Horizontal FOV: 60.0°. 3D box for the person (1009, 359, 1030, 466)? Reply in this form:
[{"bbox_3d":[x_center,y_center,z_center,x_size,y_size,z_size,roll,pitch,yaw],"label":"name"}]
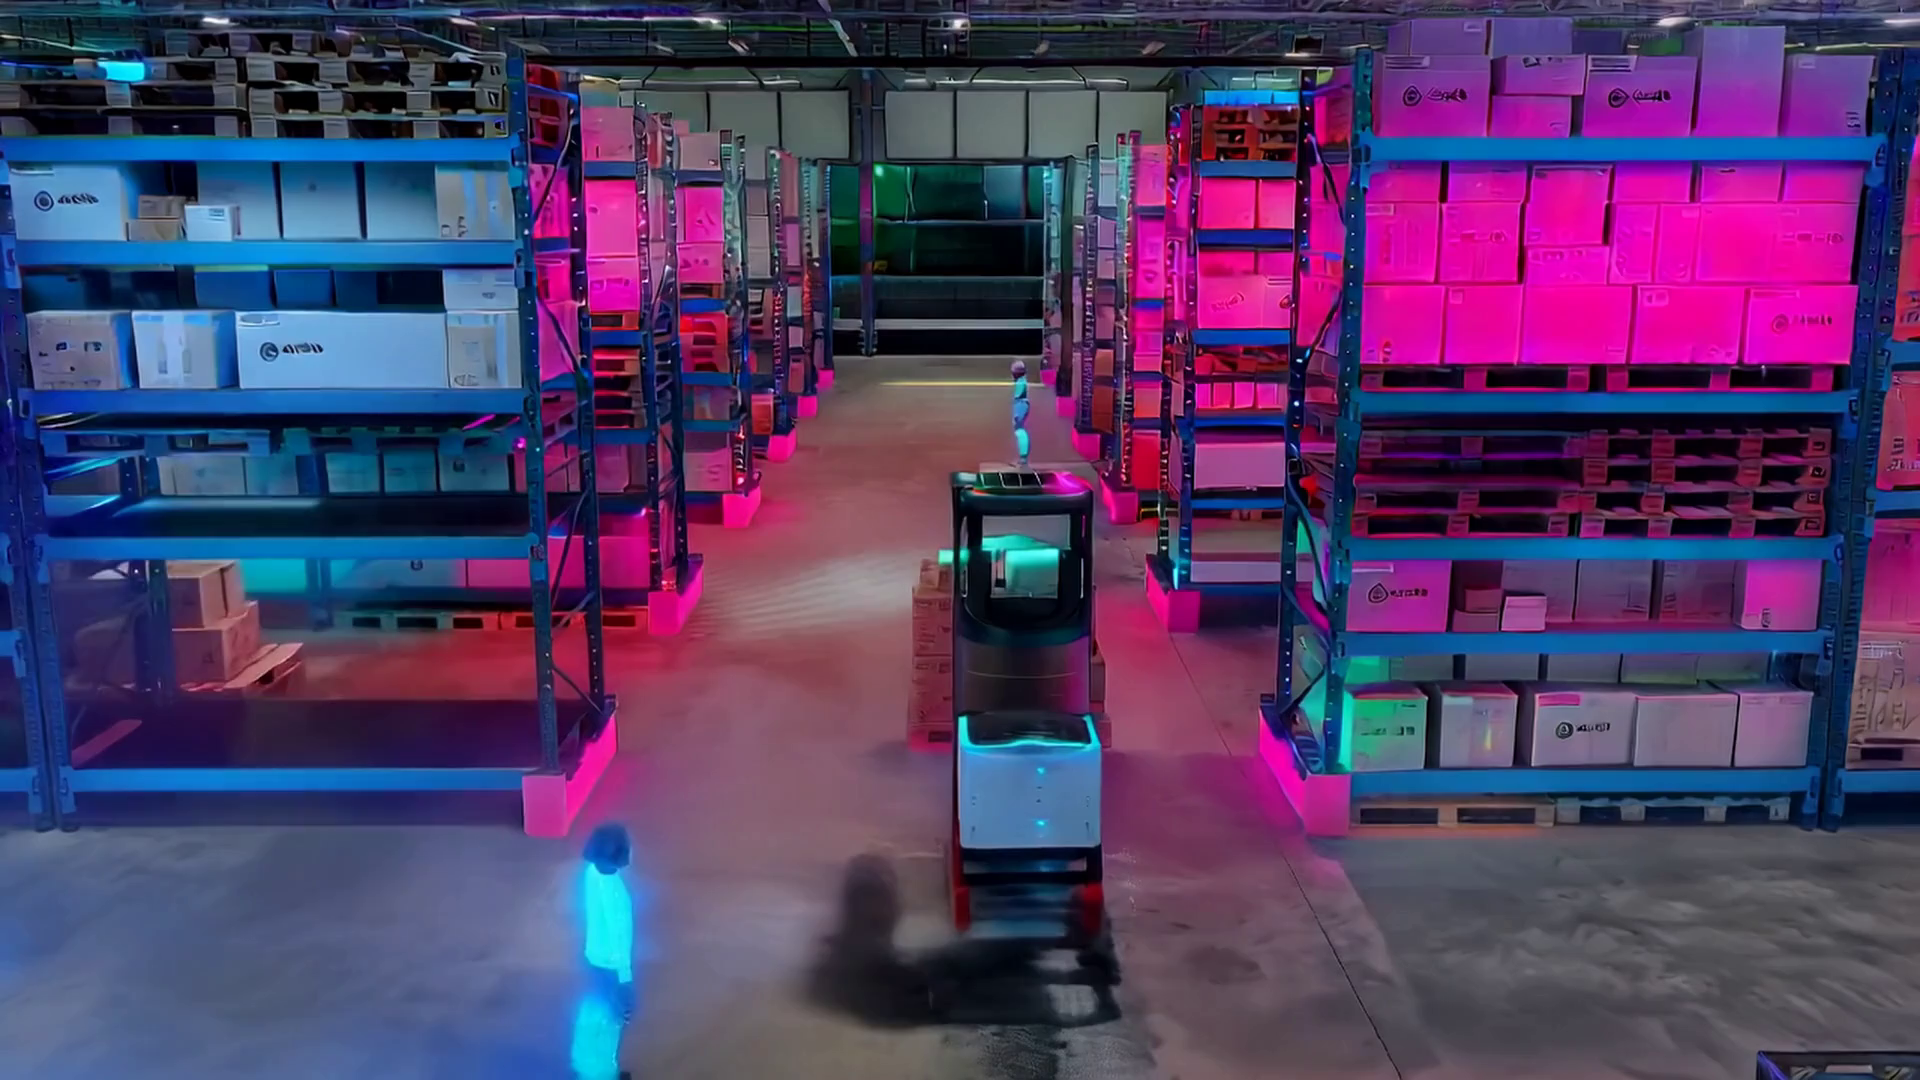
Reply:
[{"bbox_3d":[1.137,-2.450,31.925,0.373,2.042,0.614,3,12,16],"label":"person"}]

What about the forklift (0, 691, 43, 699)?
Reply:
[{"bbox_3d":[-10.062,0.192,16.747,1.873,2.768,1.129,0,11,-1],"label":"forklift"}]

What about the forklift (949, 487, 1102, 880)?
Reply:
[{"bbox_3d":[0.495,0.986,12.813,1.129,2.768,1.873,0,11,-2],"label":"forklift"}]

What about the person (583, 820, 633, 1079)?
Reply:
[{"bbox_3d":[-1.932,2.336,9.225,0.267,1.632,0.507,-6,13,-28],"label":"person"}]
